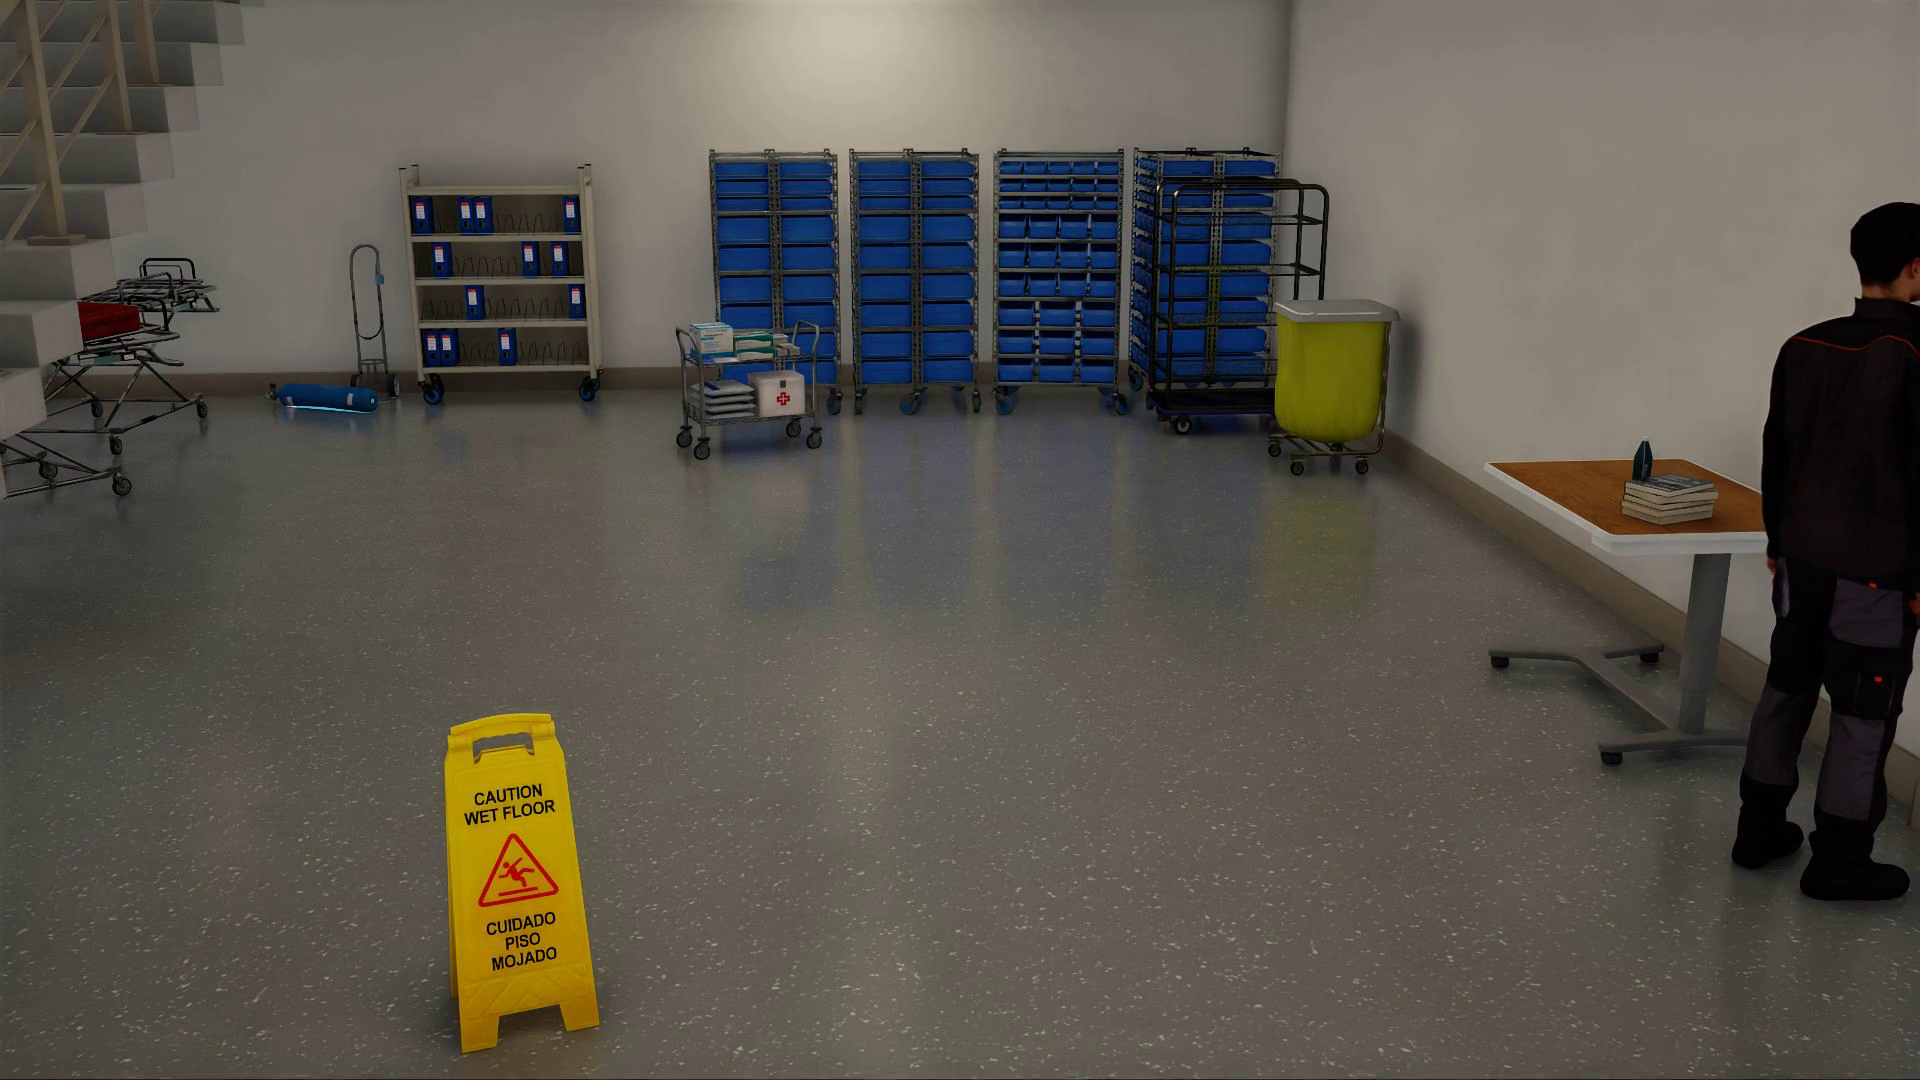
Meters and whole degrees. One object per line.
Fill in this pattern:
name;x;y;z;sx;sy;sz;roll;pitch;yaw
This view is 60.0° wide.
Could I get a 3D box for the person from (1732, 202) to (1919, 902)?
person;2.474;0.038;4.632;0.833;1.946;0.663;-7;17;-24
